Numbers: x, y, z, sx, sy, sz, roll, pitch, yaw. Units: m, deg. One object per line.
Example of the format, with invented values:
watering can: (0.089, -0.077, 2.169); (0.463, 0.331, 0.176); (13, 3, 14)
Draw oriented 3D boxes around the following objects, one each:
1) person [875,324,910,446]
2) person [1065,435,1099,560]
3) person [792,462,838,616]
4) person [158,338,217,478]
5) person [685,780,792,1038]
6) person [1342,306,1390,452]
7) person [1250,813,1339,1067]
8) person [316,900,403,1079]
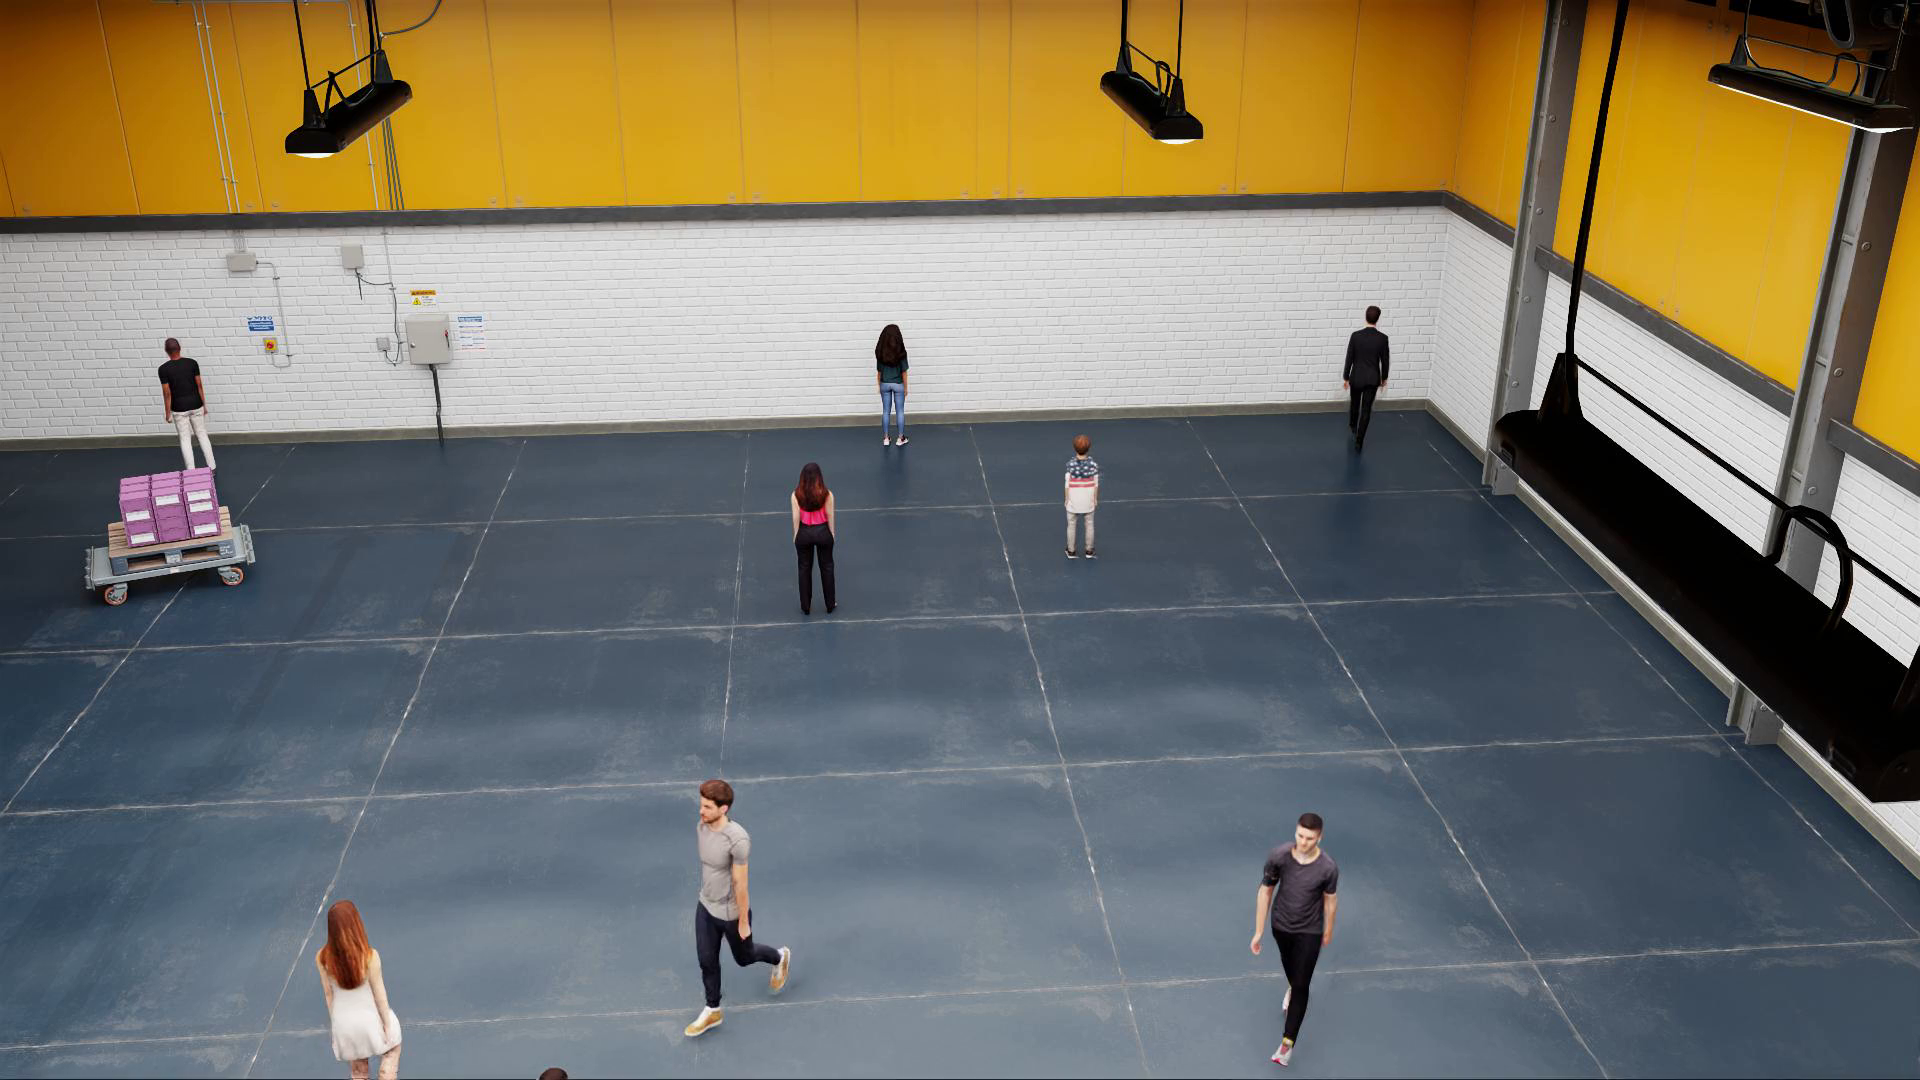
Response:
person: (-0.885, -2.033, 21.748); (0.670, 1.616, 0.682); (5, 24, 11)
person: (1.342, -0.488, 18.434); (0.528, 1.439, 0.502); (0, 24, 0)
person: (-1.493, -0.025, 17.098); (0.575, 1.660, 0.503); (-1, 24, -3)
person: (-9.570, -1.625, 20.580); (0.807, 1.803, 0.761); (21, 31, 40)
person: (-1.514, 2.434, 11.213); (1.127, 1.869, 1.187); (19, 30, 37)
person: (5.236, -2.052, 21.496); (0.968, 1.852, 1.226); (6, 24, 13)
person: (2.277, 2.548, 11.140); (1.034, 1.719, 1.234); (11, 26, 24)
person: (-3.688, 2.989, 10.154); (0.562, 1.699, 0.682); (-1, 24, -3)
